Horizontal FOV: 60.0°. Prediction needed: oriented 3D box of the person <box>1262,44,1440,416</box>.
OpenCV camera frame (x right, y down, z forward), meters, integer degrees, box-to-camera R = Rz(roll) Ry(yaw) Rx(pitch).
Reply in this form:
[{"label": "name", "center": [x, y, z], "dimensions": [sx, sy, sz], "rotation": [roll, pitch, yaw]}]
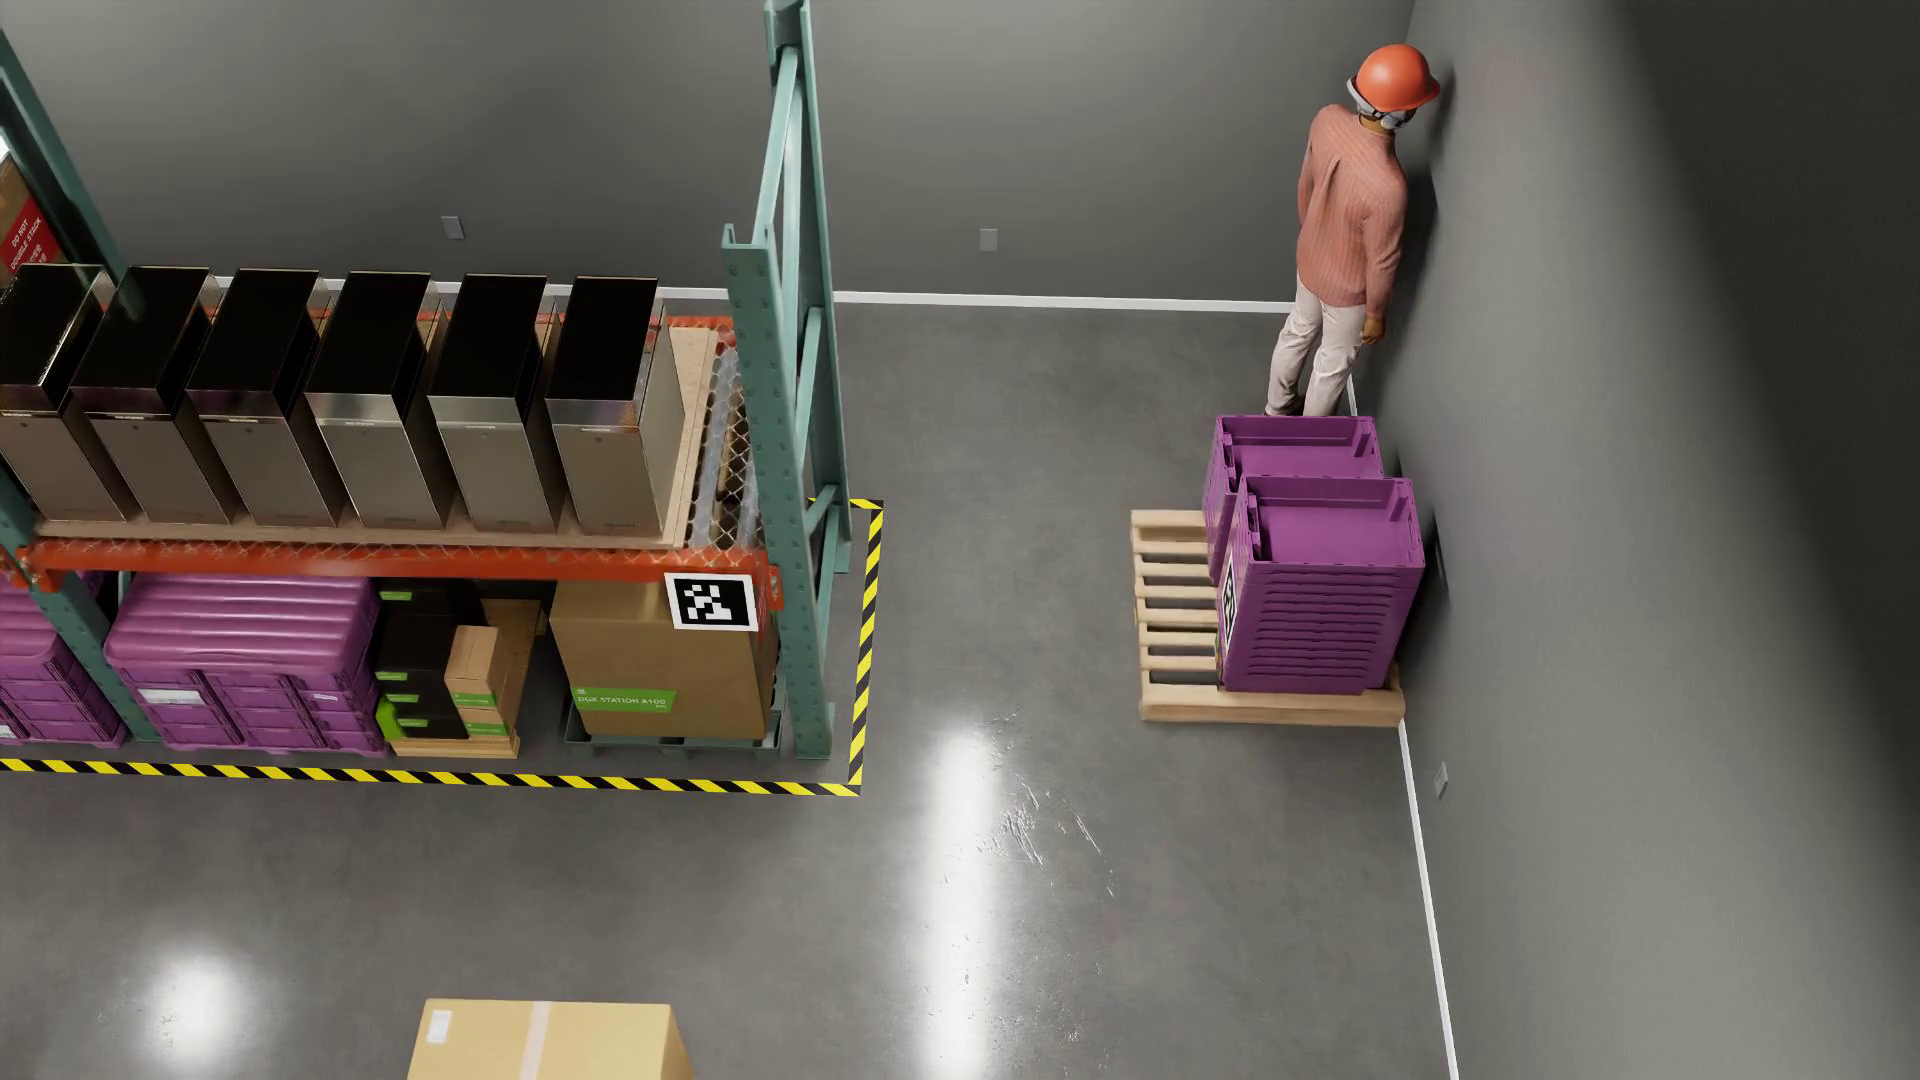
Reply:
[{"label": "person", "center": [1.505, -1.062, 6.492], "dimensions": [0.378, 1.996, 0.611], "rotation": [-17, 54, -13]}]
